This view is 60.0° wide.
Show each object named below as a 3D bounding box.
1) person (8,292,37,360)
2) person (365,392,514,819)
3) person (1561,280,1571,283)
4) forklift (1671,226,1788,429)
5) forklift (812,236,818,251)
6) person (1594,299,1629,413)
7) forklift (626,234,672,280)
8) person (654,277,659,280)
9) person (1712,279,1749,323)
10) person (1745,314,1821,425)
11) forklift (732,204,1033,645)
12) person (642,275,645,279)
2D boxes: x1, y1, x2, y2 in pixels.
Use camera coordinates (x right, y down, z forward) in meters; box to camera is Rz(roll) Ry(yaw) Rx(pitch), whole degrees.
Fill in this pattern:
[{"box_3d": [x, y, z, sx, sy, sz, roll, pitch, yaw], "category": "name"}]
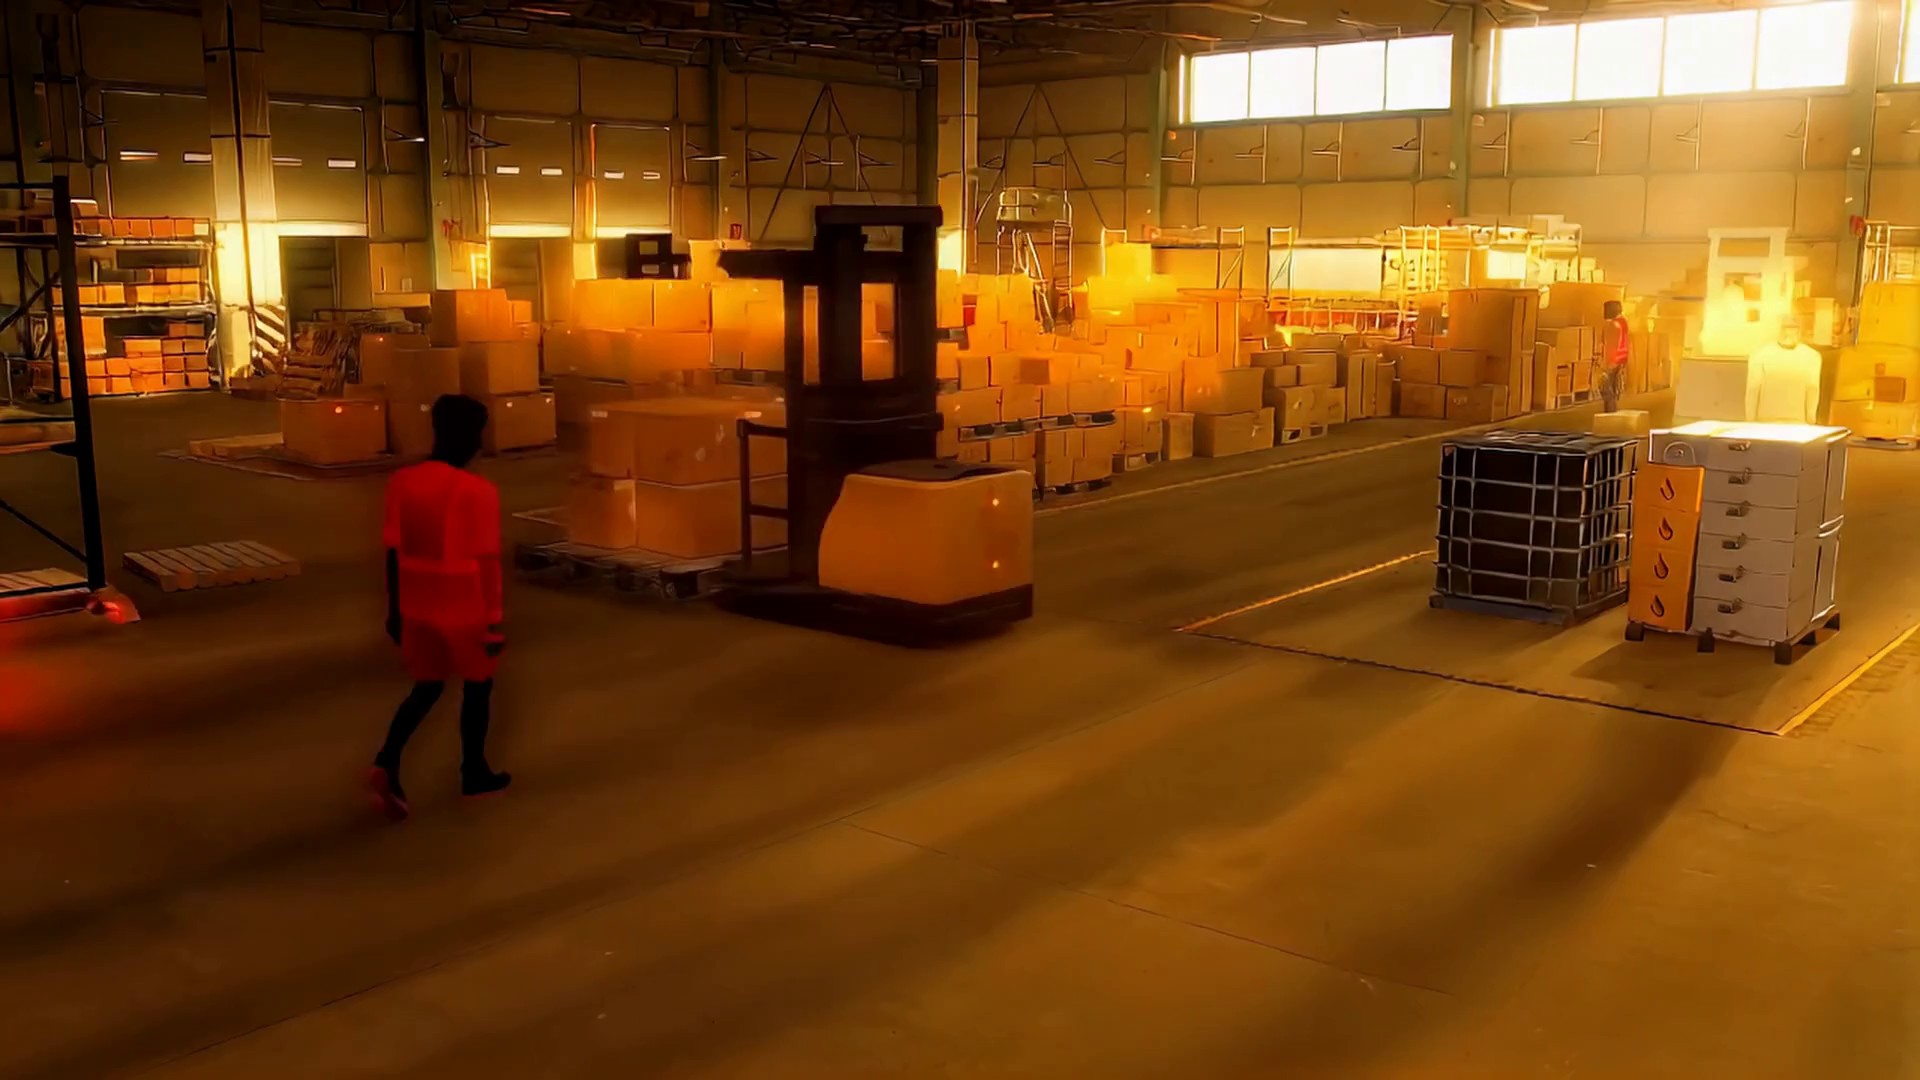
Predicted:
[{"box_3d": [-20.018, -4.503, 35.604, 0.536, 1.633, 0.922, -3, 10, -16], "category": "person"}, {"box_3d": [-2.329, 0.295, 7.418, 0.621, 1.929, 0.768, 4, 11, 23], "category": "person"}, {"box_3d": [11.993, -4.231, 33.226, 0.450, 1.917, 0.559, 2, 10, 14], "category": "person"}, {"box_3d": [10.466, -2.802, 22.344, 1.129, 2.768, 1.873, 8, 13, 40], "category": "forklift"}, {"box_3d": [-2.946, -5.693, 38.805, 1.129, 2.768, 1.873, -4, 11, -21], "category": "forklift"}, {"box_3d": [8.989, -2.398, 23.001, 0.430, 1.844, 0.624, 7, 12, 34], "category": "person"}, {"box_3d": [-6.265, -4.802, 33.734, 1.873, 2.768, 1.129, 8, 13, 40], "category": "forklift"}, {"box_3d": [-6.508, -4.724, 36.011, 0.638, 1.926, 0.367, -4, 11, -22], "category": "person"}, {"box_3d": [15.088, -4.128, 32.563, 0.630, 1.939, 0.926, 0, 10, -1], "category": "person"}, {"box_3d": [7.666, -1.137, 15.544, 0.635, 1.938, 0.357, 2, 10, 12], "category": "person"}, {"box_3d": [-0.518, -0.843, 11.192, 1.873, 2.768, 1.129, 8, 13, 40], "category": "forklift"}, {"box_3d": [-7.521, -5.300, 39.279, 0.371, 1.925, 0.595, 8, 13, 38], "category": "person"}]
